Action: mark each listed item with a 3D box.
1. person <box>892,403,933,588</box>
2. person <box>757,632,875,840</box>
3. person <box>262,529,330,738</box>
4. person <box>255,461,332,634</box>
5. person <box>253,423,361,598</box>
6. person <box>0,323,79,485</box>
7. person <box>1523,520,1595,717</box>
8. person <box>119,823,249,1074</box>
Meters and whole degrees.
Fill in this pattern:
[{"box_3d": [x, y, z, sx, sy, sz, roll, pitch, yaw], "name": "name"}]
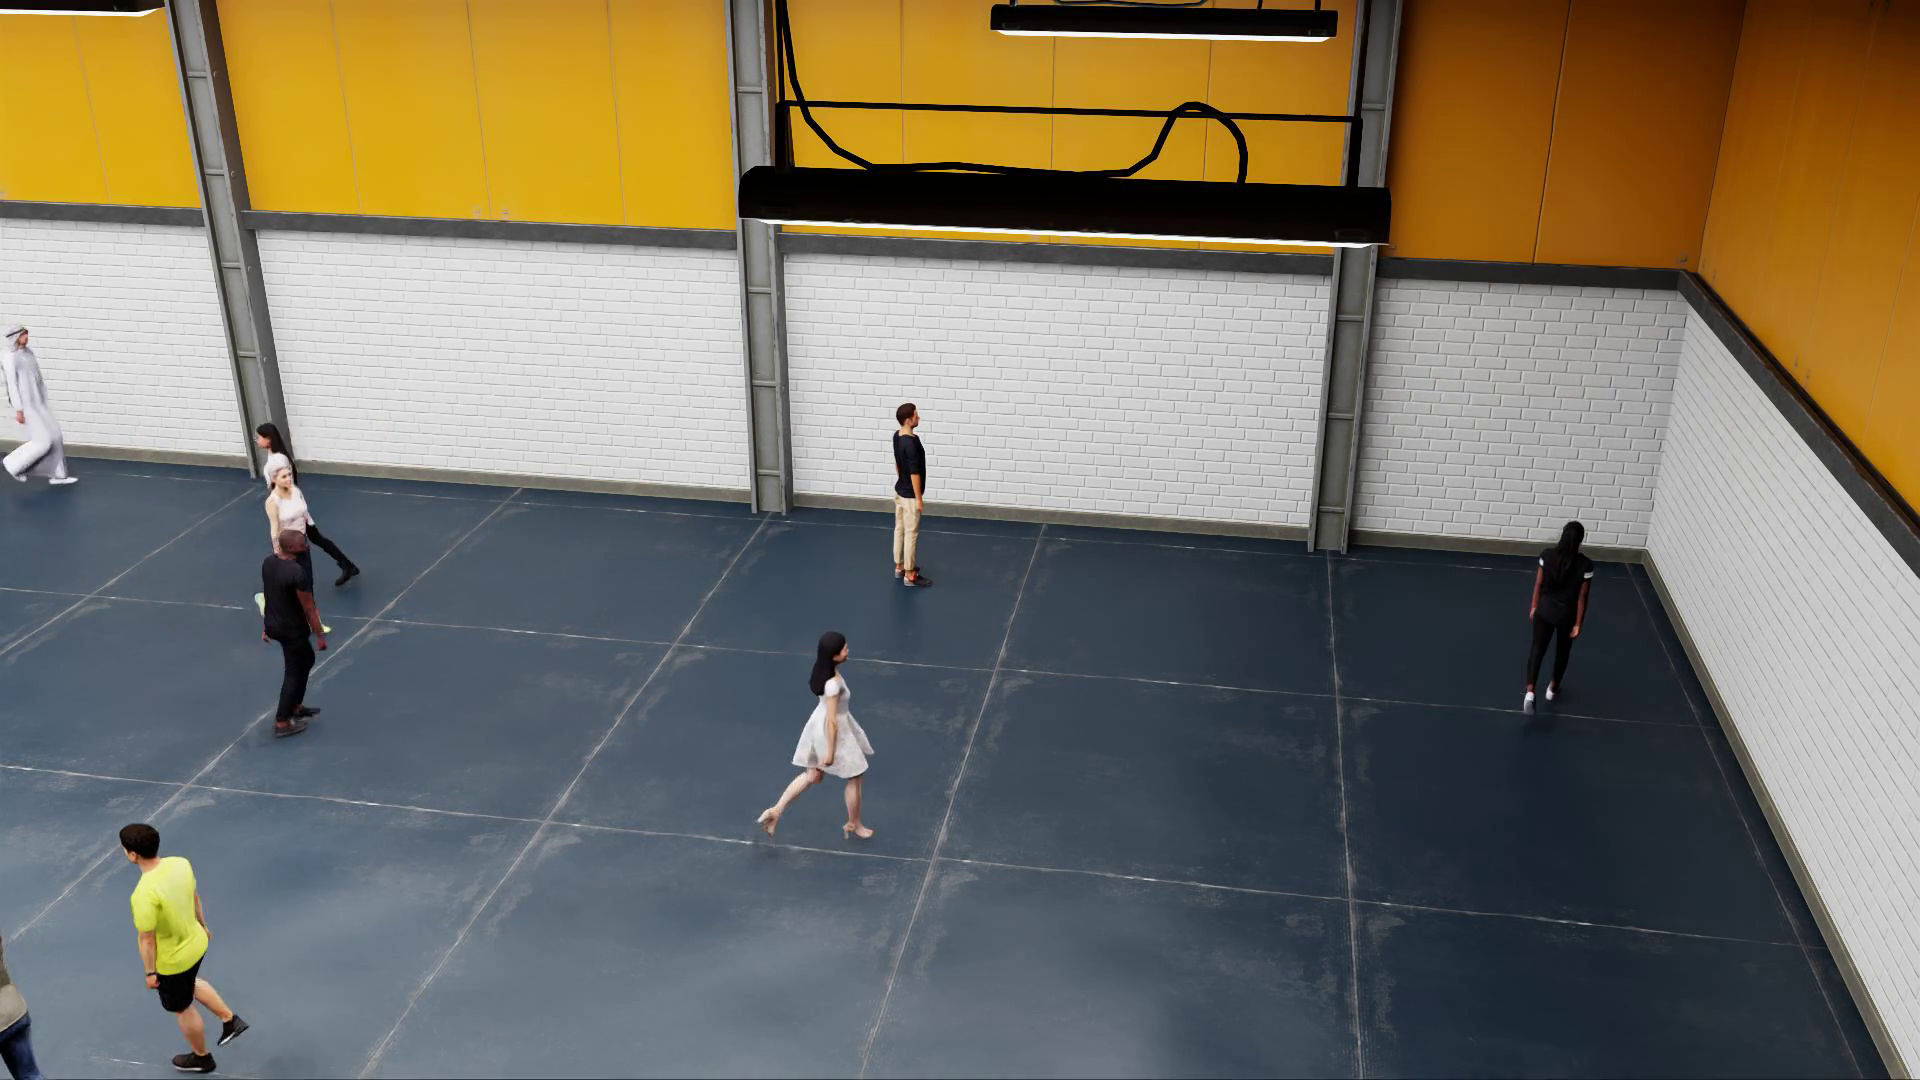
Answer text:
[{"box_3d": [-0.508, -0.460, 16.298, 0.717, 1.859, 0.716, -9, 25, -20], "name": "person"}, {"box_3d": [-1.022, 1.479, 12.005, 1.179, 1.745, 0.993, -9, 25, -20], "name": "person"}, {"box_3d": [-5.530, 0.779, 13.562, 0.845, 1.781, 0.909, 15, 28, 30], "name": "person"}, {"box_3d": [-6.229, 0.069, 15.306, 0.993, 1.685, 0.683, 8, 25, 17], "name": "person"}, {"box_3d": [-6.322, -0.274, 16.002, 1.296, 1.754, 1.081, -10, 25, -21], "name": "person"}, {"box_3d": [-10.479, -1.497, 18.606, 1.008, 1.910, 0.815, -1, 24, -3], "name": "person"}, {"box_3d": [4.968, 0.667, 13.906, 1.099, 1.710, 0.927, 13, 27, 27], "name": "person"}, {"box_3d": [-4.577, 2.432, 9.890, 0.741, 1.693, 0.653, 2, 24, 5], "name": "person"}]
